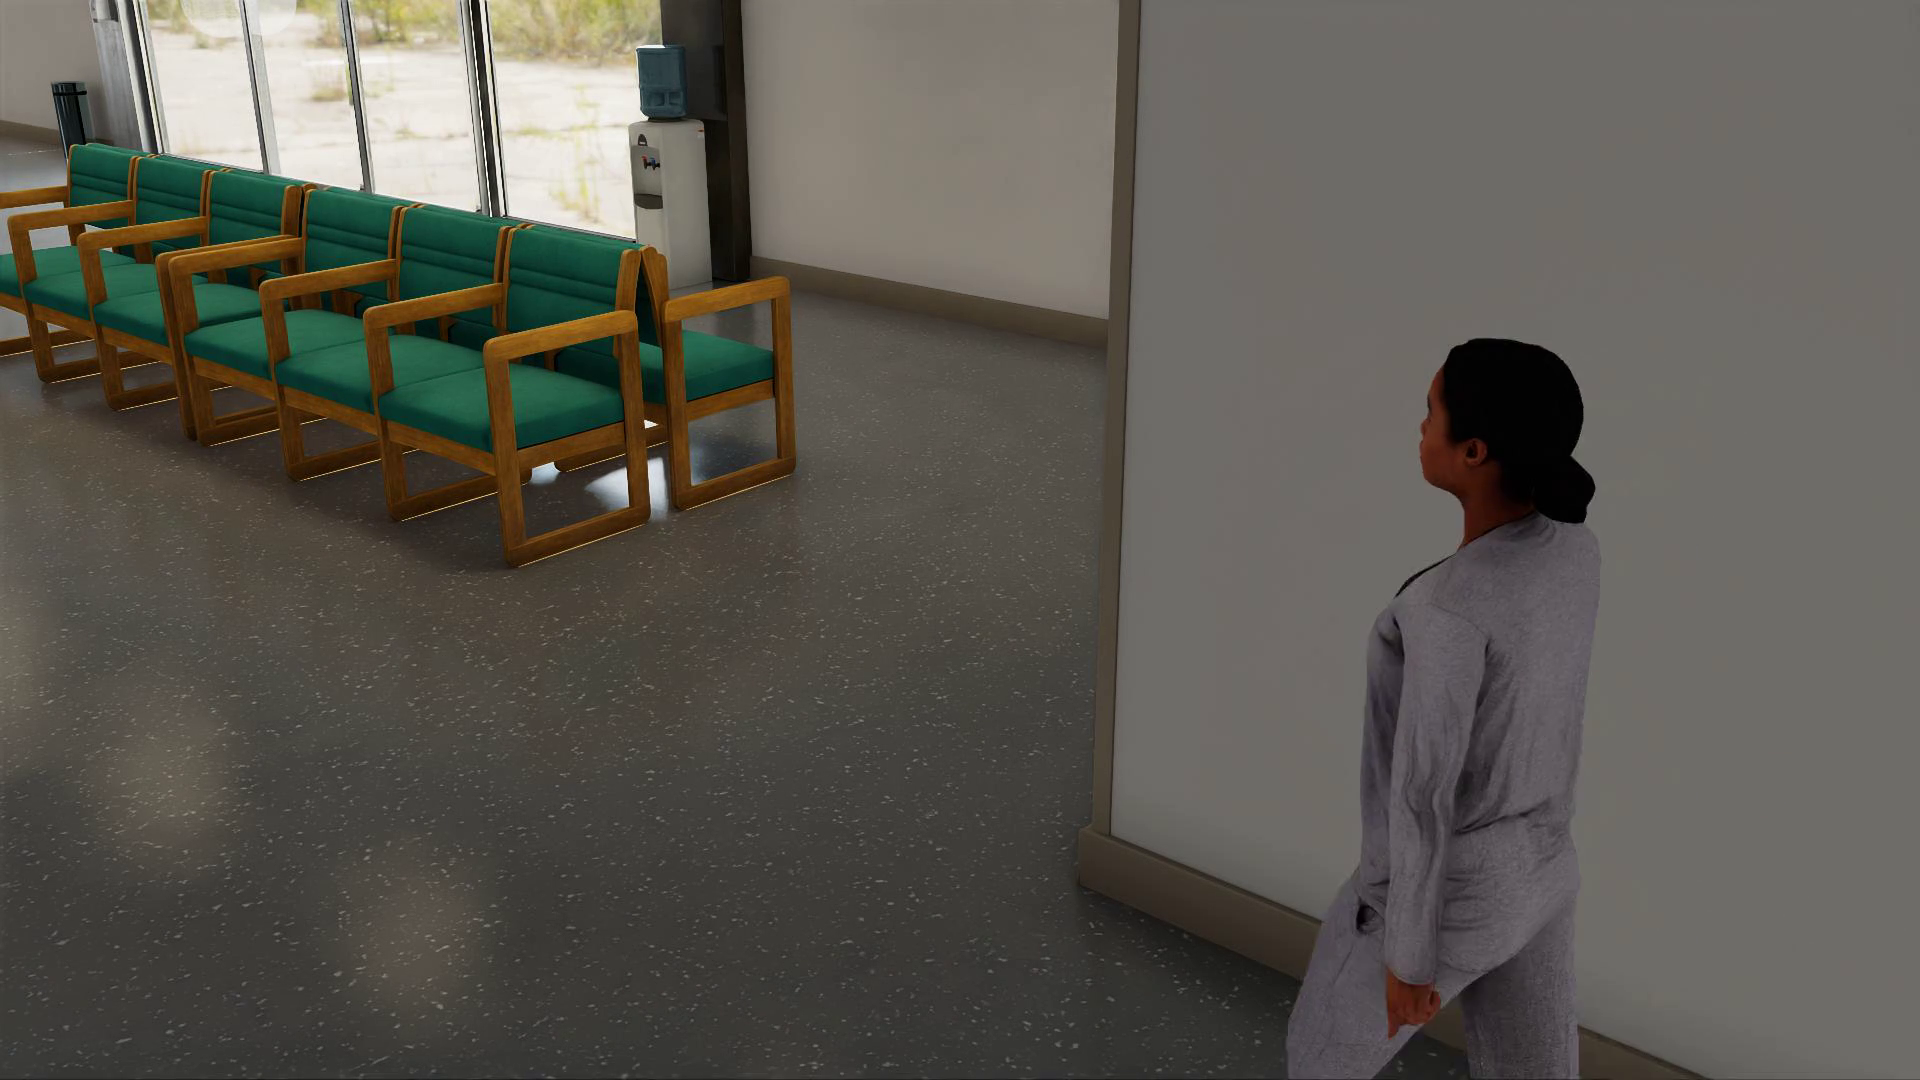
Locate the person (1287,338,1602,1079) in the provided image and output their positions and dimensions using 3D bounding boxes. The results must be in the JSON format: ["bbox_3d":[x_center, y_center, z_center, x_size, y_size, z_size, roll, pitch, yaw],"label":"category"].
[{"bbox_3d":[0.851,0.567,2.537,1.114,1.709,0.815,-17,26,-37],"label":"person"}]
